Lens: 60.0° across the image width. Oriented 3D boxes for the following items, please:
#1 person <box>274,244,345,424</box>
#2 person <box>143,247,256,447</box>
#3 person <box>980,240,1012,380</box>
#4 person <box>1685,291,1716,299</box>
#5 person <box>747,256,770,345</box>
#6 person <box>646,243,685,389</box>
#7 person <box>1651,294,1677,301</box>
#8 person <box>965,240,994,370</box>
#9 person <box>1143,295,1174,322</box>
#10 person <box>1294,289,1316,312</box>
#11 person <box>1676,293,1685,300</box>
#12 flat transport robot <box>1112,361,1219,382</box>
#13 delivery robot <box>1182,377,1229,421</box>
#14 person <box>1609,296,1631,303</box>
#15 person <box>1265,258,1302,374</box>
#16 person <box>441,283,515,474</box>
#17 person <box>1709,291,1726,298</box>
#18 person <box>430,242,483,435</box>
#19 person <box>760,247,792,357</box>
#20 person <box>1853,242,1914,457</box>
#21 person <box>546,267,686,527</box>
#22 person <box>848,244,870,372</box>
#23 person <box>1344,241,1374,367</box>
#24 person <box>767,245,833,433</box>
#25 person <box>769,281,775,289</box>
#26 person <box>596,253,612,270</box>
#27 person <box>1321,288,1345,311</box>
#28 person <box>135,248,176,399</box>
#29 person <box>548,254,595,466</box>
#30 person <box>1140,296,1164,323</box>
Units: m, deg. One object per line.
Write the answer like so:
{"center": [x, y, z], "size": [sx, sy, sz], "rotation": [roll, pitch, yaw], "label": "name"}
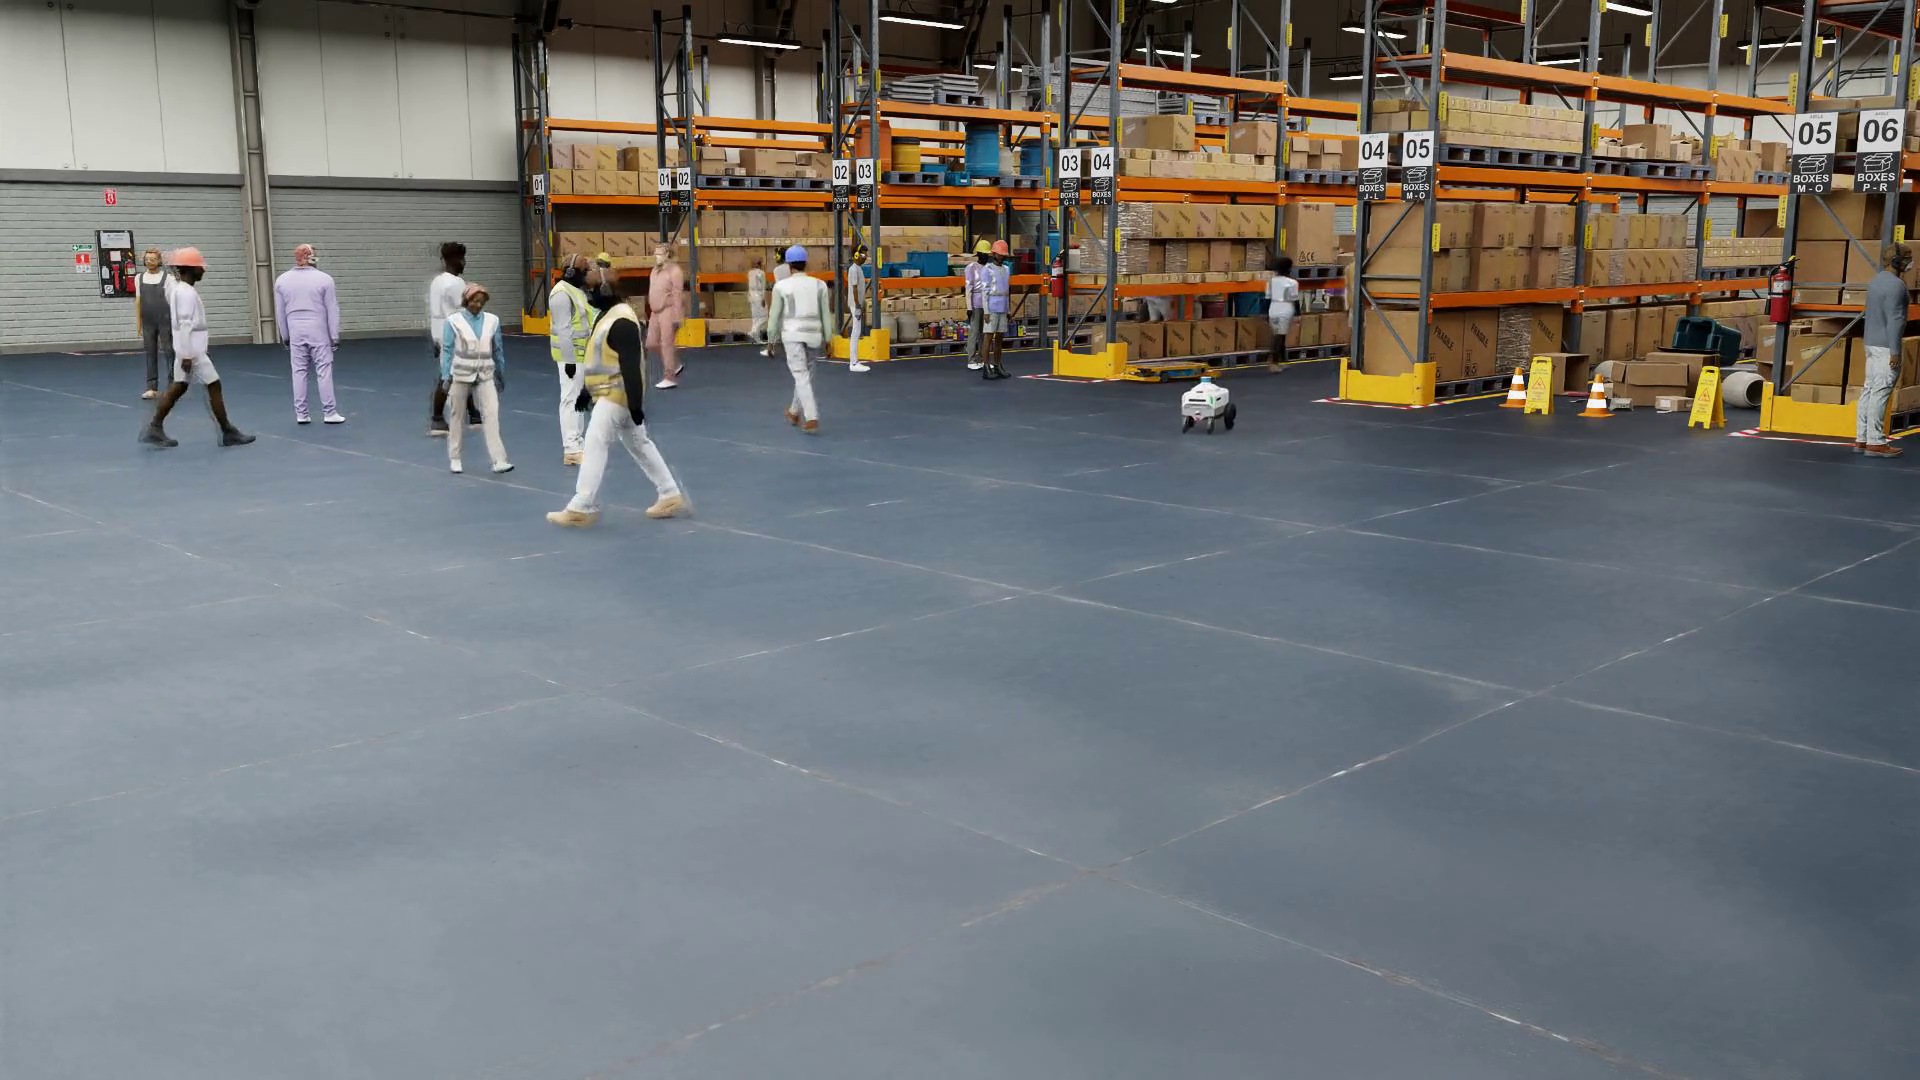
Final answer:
{"center": [-6.925, -2.189, 17.743], "size": [0.642, 1.905, 0.399], "rotation": [0, 10, 1], "label": "person"}
{"center": [-7.336, -1.825, 15.797], "size": [0.976, 1.897, 0.558], "rotation": [-6, 12, -31], "label": "person"}
{"center": [0.532, -3.232, 23.363], "size": [0.374, 1.928, 0.542], "rotation": [10, 14, 42], "label": "person"}
{"center": [13.861, -4.603, 31.118], "size": [0.616, 1.842, 0.920], "rotation": [0, 10, 1], "label": "person"}
{"center": [-3.691, -4.355, 30.267], "size": [0.386, 1.625, 0.523], "rotation": [-9, 14, -39], "label": "person"}
{"center": [-3.878, -2.950, 21.888], "size": [0.454, 1.894, 0.651], "rotation": [-9, 14, -41], "label": "person"}
{"center": [13.192, -4.518, 31.173], "size": [0.278, 1.633, 0.497], "rotation": [-8, 13, -37], "label": "person"}
{"center": [0.330, -3.519, 24.934], "size": [0.376, 1.922, 0.594], "rotation": [10, 14, 43], "label": "person"}
{"center": [3.303, -4.011, 27.614], "size": [0.659, 1.921, 0.436], "rotation": [9, 14, 41], "label": "person"}
{"center": [6.464, -4.639, 31.189], "size": [0.329, 1.872, 0.508], "rotation": [-9, 14, -41], "label": "person"}
{"center": [14.531, -5.151, 33.883], "size": [0.661, 1.908, 0.406], "rotation": [7, 12, 33], "label": "person"}
{"center": [2.885, -2.360, 23.243], "size": [1.431, 0.197, 0.652], "rotation": [-7, 13, -35], "label": "flat transport robot"}
{"center": [2.550, -1.452, 17.258], "size": [0.477, 0.478, 0.707], "rotation": [4, 11, 22], "label": "delivery robot"}
{"center": [12.614, -4.716, 31.566], "size": [1.009, 1.902, 0.591], "rotation": [-8, 13, -38], "label": "person"}
{"center": [4.775, -3.273, 24.283], "size": [0.798, 1.657, 0.547], "rotation": [-9, 14, -40], "label": "person"}
{"center": [-4.065, -1.342, 13.950], "size": [0.601, 1.592, 0.851], "rotation": [-9, 13, -39], "label": "person"}
{"center": [14.997, -5.064, 33.398], "size": [0.577, 1.906, 0.663], "rotation": [-5, 12, -26], "label": "person"}
{"center": [-5.051, -2.049, 16.914], "size": [0.897, 1.929, 0.632], "rotation": [-7, 13, -34], "label": "person"}
{"center": [-2.880, -3.915, 27.404], "size": [0.993, 1.823, 0.518], "rotation": [9, 14, 42], "label": "person"}
{"center": [8.466, -1.744, 15.216], "size": [0.357, 1.938, 0.637], "rotation": [2, 11, 11], "label": "person"}
{"center": [-2.394, -1.009, 11.650], "size": [0.989, 1.788, 0.605], "rotation": [-3, 11, -16], "label": "person"}
{"center": [-1.508, -3.452, 24.738], "size": [0.328, 1.865, 0.520], "rotation": [-1, 10, -3], "label": "person"}
{"center": [6.107, -3.556, 25.131], "size": [0.578, 1.920, 0.654], "rotation": [8, 13, 39], "label": "person"}
{"center": [-1.672, -2.064, 17.086], "size": [0.630, 1.887, 1.014], "rotation": [-6, 12, -29], "label": "person"}
{"center": [-3.984, -5.690, 37.021], "size": [0.591, 1.834, 0.404], "rotation": [5, 12, 27], "label": "person"}
{"center": [-5.707, -3.738, 26.680], "size": [0.536, 1.715, 0.905], "rotation": [3, 11, 18], "label": "person"}
{"center": [6.984, -4.613, 30.890], "size": [0.542, 1.929, 0.374], "rotation": [4, 11, 20], "label": "person"}
{"center": [-9.866, -2.655, 20.439], "size": [0.506, 1.846, 0.346], "rotation": [-1, 10, -4], "label": "person"}
{"center": [-3.388, -1.598, 14.699], "size": [0.429, 1.840, 0.624], "rotation": [0, 10, -2], "label": "person"}
{"center": [3.303, -4.201, 28.563], "size": [0.625, 1.972, 0.831], "rotation": [10, 14, 42], "label": "person"}
